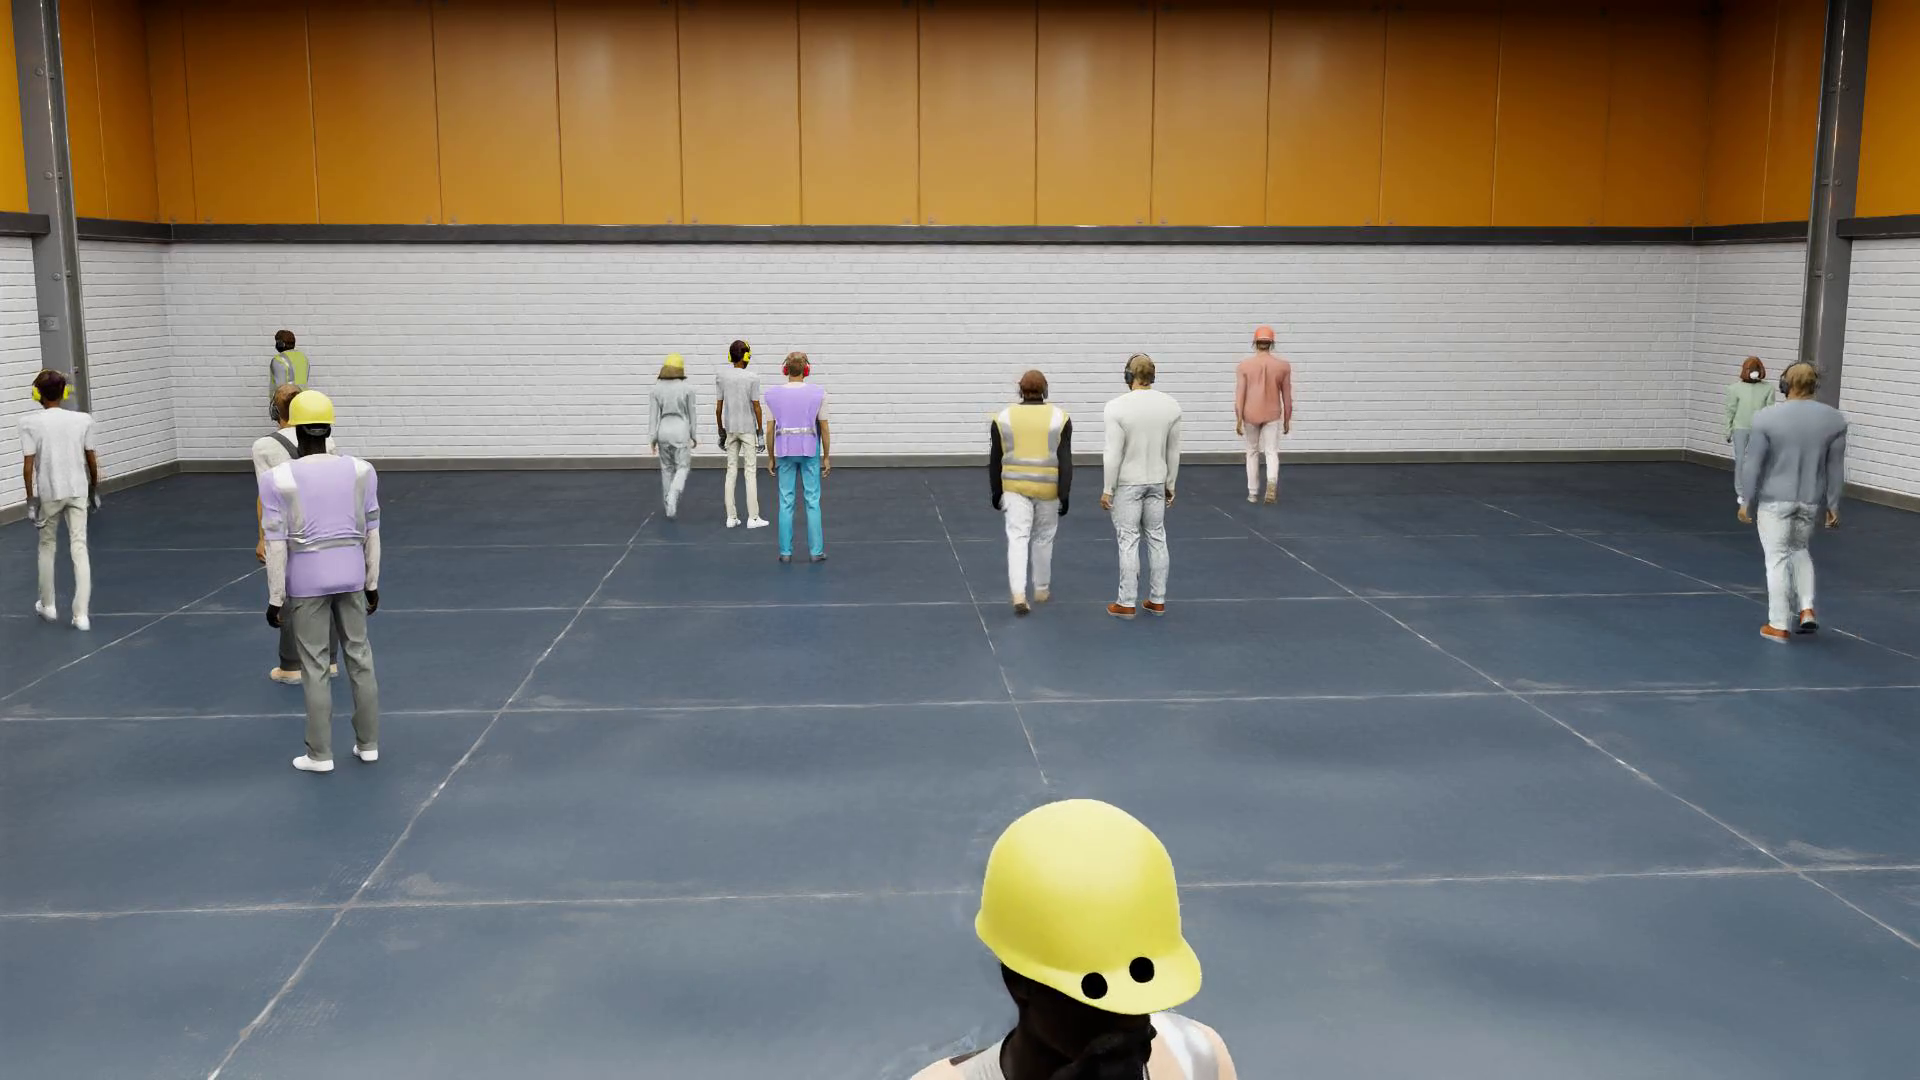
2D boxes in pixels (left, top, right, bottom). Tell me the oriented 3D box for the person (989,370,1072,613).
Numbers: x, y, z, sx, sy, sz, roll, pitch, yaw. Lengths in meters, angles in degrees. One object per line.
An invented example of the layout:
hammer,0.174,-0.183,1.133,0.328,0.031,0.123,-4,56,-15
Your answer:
person,0.524,-0.373,12.467,0.634,1.803,0.947,1,9,8

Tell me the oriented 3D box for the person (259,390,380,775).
person,-3.204,0.214,8.368,0.588,1.928,0.383,-8,12,-41

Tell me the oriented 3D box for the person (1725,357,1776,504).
person,8.622,-1.198,18.186,0.518,1.617,0.458,1,9,8

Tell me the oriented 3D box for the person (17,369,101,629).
person,-6.457,-0.307,11.941,0.520,1.834,0.900,-7,11,-36

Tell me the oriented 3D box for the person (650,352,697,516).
person,-2.959,-1.069,17.076,0.487,1.712,0.644,1,9,6

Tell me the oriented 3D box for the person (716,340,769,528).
person,-2.168,-1.045,16.479,0.516,1.865,0.329,3,10,18

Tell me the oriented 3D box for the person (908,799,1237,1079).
person,0.186,1.243,2.011,0.593,1.897,0.815,-8,12,-41

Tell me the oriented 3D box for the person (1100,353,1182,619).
person,1.308,-0.390,12.126,0.637,1.937,0.357,-4,10,-25

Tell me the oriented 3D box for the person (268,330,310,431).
person,-8.142,-1.623,20.176,0.429,1.843,0.629,2,9,10

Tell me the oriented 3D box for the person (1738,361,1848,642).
person,5.655,-0.253,11.366,0.630,1.914,0.434,0,9,-1

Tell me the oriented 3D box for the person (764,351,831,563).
person,-1.407,-0.710,14.425,0.566,1.847,0.389,0,9,-1

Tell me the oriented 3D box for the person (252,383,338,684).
person,-4.071,-0.040,10.222,0.337,1.845,0.514,9,12,43

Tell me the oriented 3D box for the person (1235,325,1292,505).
person,3.303,-1.347,18.068,0.625,1.969,0.837,0,9,3
